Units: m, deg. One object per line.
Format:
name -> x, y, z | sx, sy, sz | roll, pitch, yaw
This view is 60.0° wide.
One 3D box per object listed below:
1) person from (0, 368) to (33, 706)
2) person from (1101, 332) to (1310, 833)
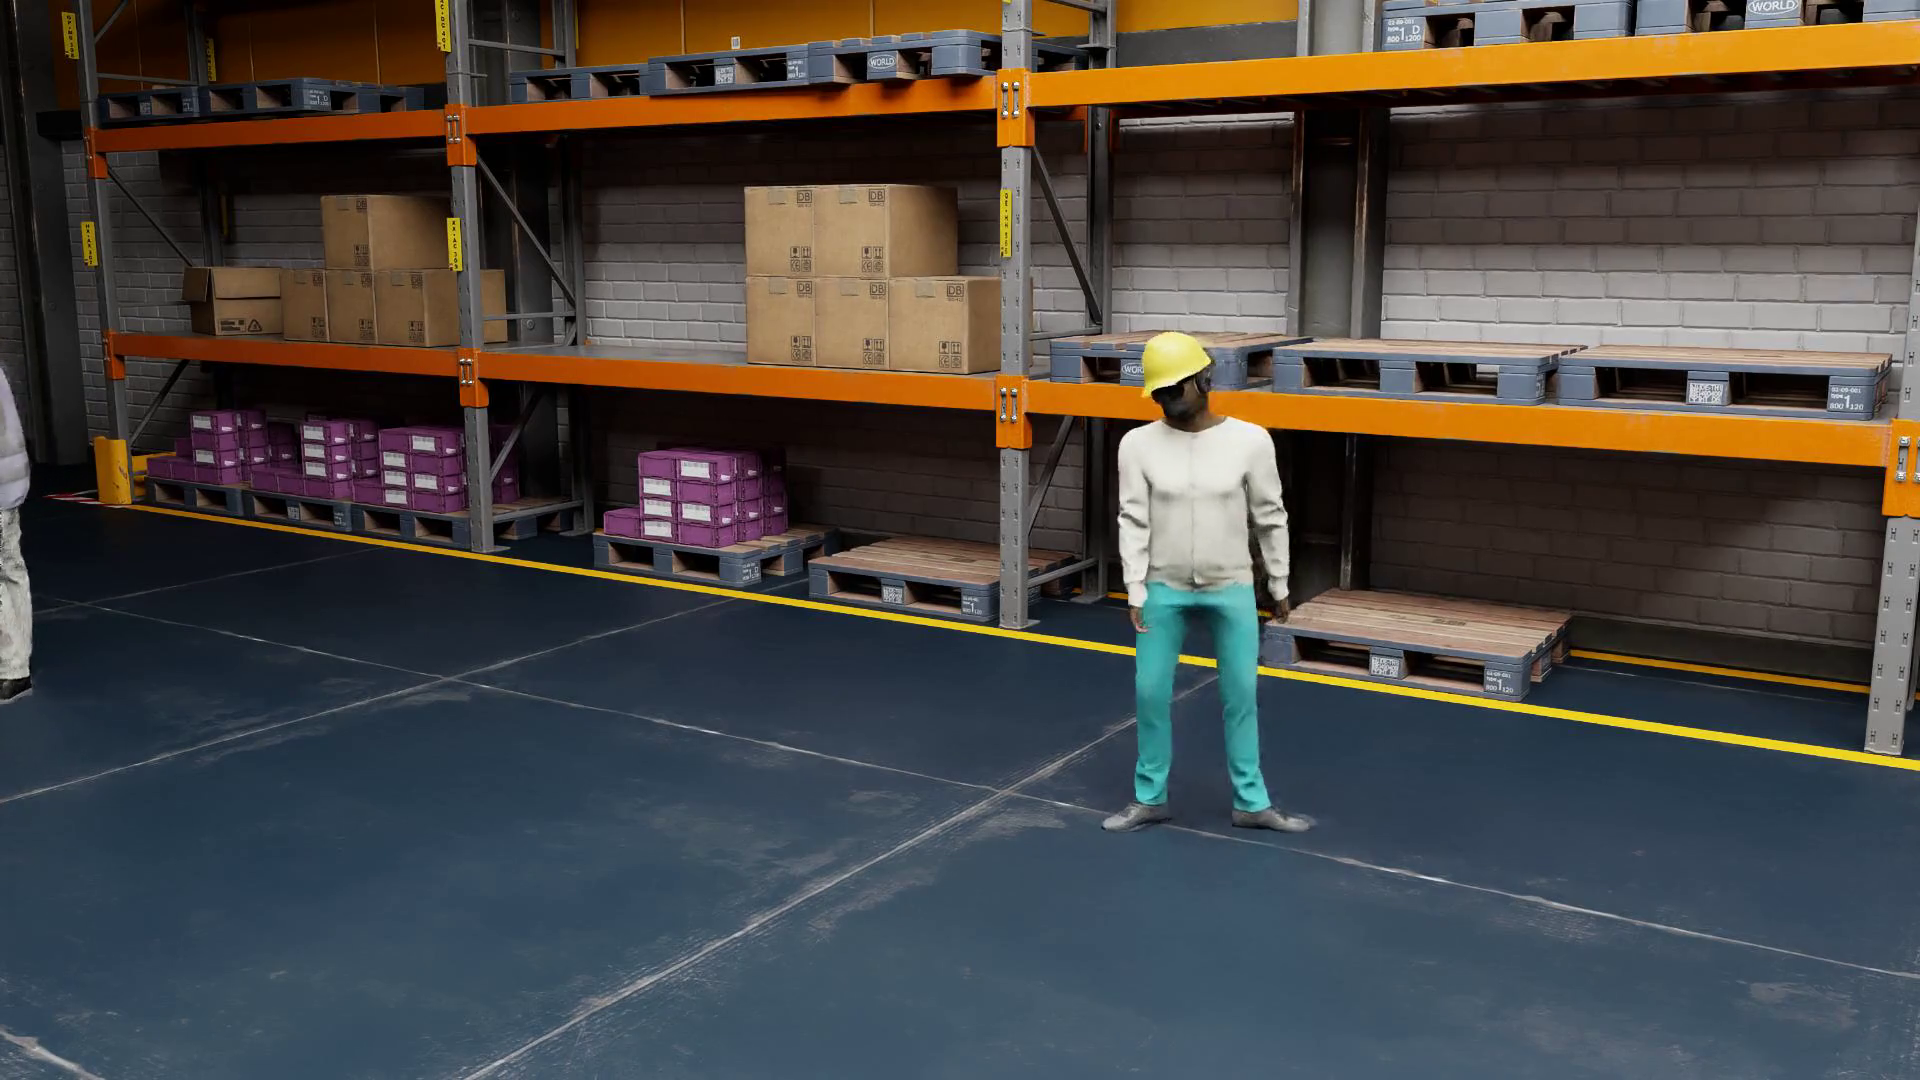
person -> -4.336, -0.178, 7.364 | 0.406, 1.783, 0.702 | -3, 11, -18
person -> 0.865, 0.176, 5.551 | 0.687, 1.730, 0.352 | 2, 10, 10
